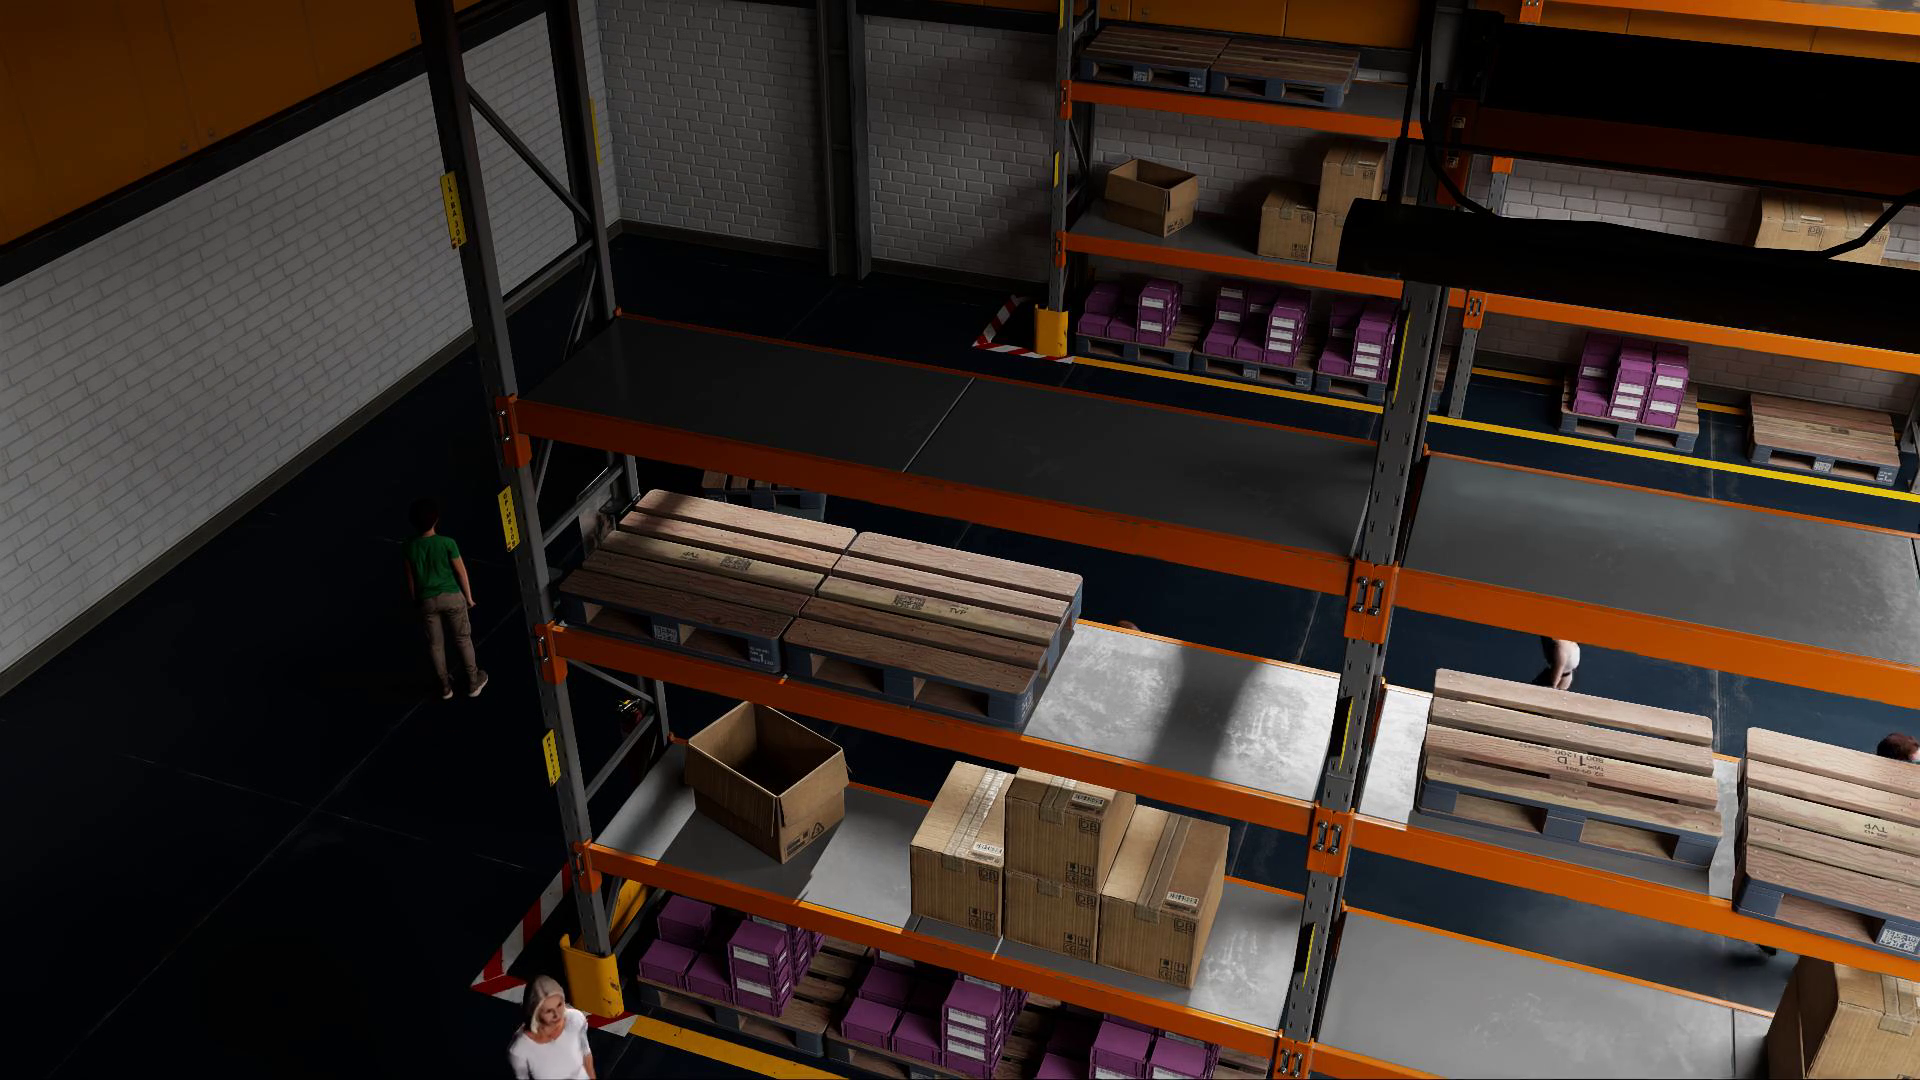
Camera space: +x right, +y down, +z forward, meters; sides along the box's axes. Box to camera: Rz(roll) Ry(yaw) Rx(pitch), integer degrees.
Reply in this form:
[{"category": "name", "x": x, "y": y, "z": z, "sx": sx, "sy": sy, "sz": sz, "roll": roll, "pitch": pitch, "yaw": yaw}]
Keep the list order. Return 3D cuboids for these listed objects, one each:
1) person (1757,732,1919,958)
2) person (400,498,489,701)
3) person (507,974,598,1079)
[{"category": "person", "x": 5.138, "y": 1.834, "z": 9.677, "sx": 1.137, "sy": 1.817, "sz": 0.815, "roll": 4, "pitch": 34, "yaw": 5}, {"category": "person", "x": -3.729, "y": 0.428, "z": 11.942, "sx": 0.599, "sy": 1.651, "sz": 0.719, "roll": -3, "pitch": 34, "yaw": -5}, {"category": "person", "x": -2.043, "y": 2.789, "z": 8.315, "sx": 0.827, "sy": 1.735, "sz": 0.961, "roll": -25, "pitch": 41, "yaw": -32}]
